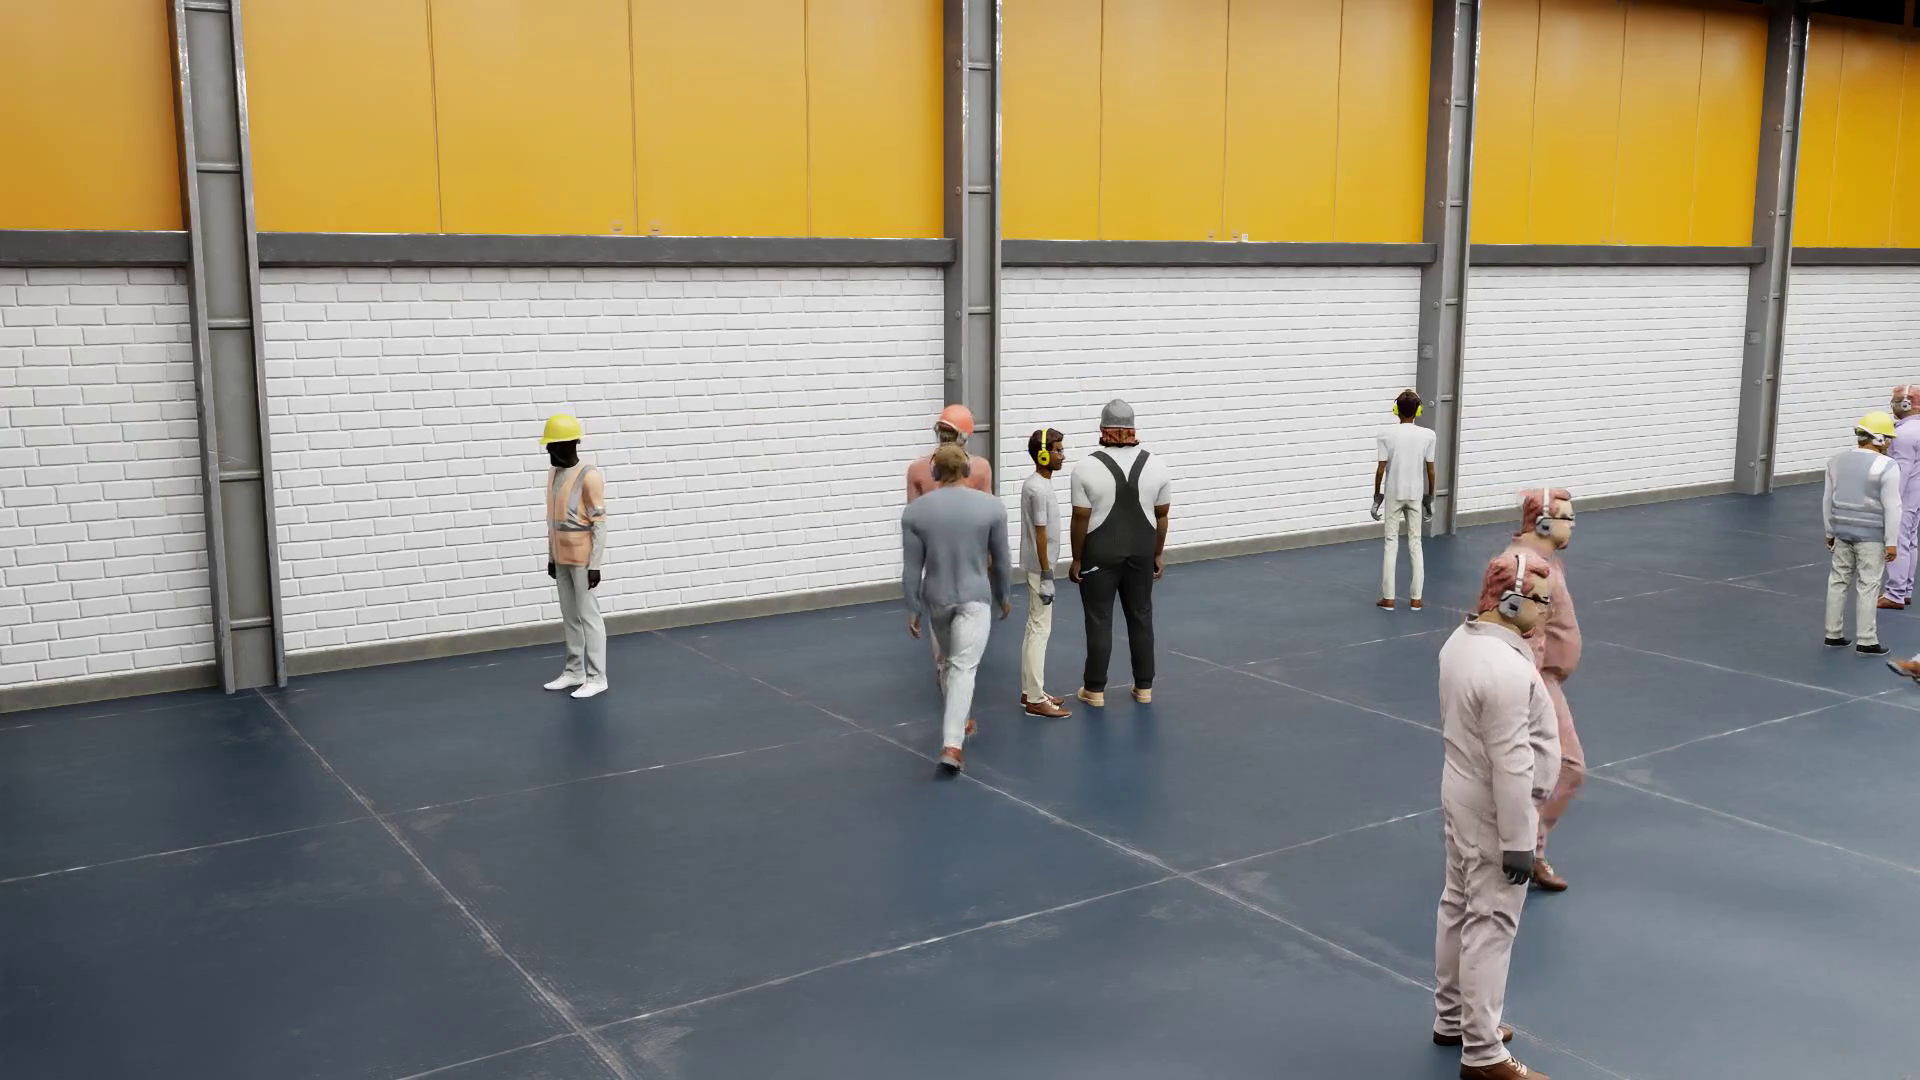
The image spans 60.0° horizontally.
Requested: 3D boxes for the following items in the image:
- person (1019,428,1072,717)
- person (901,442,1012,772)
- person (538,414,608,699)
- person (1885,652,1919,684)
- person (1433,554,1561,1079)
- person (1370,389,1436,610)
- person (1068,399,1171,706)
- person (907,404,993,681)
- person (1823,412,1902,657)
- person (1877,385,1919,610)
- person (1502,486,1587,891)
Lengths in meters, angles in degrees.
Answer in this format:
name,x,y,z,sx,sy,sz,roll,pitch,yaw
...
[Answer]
name,x,y,z,sx,sy,sz,roll,pitch,yaw
person,0.549,0.212,10.777,0.328,1.861,0.514,-1,9,-3
person,-0.041,0.373,9.760,0.636,1.888,1.039,2,10,13
person,-2.614,0.106,11.215,0.381,1.923,0.592,-9,13,-44
person,6.948,0.115,11.287,1.031,1.870,0.657,1,9,4
person,1.935,0.989,5.977,0.407,1.902,0.639,0,9,0
person,3.739,-0.336,14.045,0.538,1.869,0.312,1,9,4
person,1.023,0.075,11.056,0.688,2.000,0.536,-2,10,-14
person,-0.086,0.058,11.390,0.625,1.965,0.744,2,10,11
person,6.755,-0.046,12.440,0.403,1.821,0.596,-4,10,-23
person,7.968,-0.365,14.111,0.411,1.908,0.643,9,13,42
person,2.734,0.691,7.771,0.502,1.892,0.671,2,10,11
